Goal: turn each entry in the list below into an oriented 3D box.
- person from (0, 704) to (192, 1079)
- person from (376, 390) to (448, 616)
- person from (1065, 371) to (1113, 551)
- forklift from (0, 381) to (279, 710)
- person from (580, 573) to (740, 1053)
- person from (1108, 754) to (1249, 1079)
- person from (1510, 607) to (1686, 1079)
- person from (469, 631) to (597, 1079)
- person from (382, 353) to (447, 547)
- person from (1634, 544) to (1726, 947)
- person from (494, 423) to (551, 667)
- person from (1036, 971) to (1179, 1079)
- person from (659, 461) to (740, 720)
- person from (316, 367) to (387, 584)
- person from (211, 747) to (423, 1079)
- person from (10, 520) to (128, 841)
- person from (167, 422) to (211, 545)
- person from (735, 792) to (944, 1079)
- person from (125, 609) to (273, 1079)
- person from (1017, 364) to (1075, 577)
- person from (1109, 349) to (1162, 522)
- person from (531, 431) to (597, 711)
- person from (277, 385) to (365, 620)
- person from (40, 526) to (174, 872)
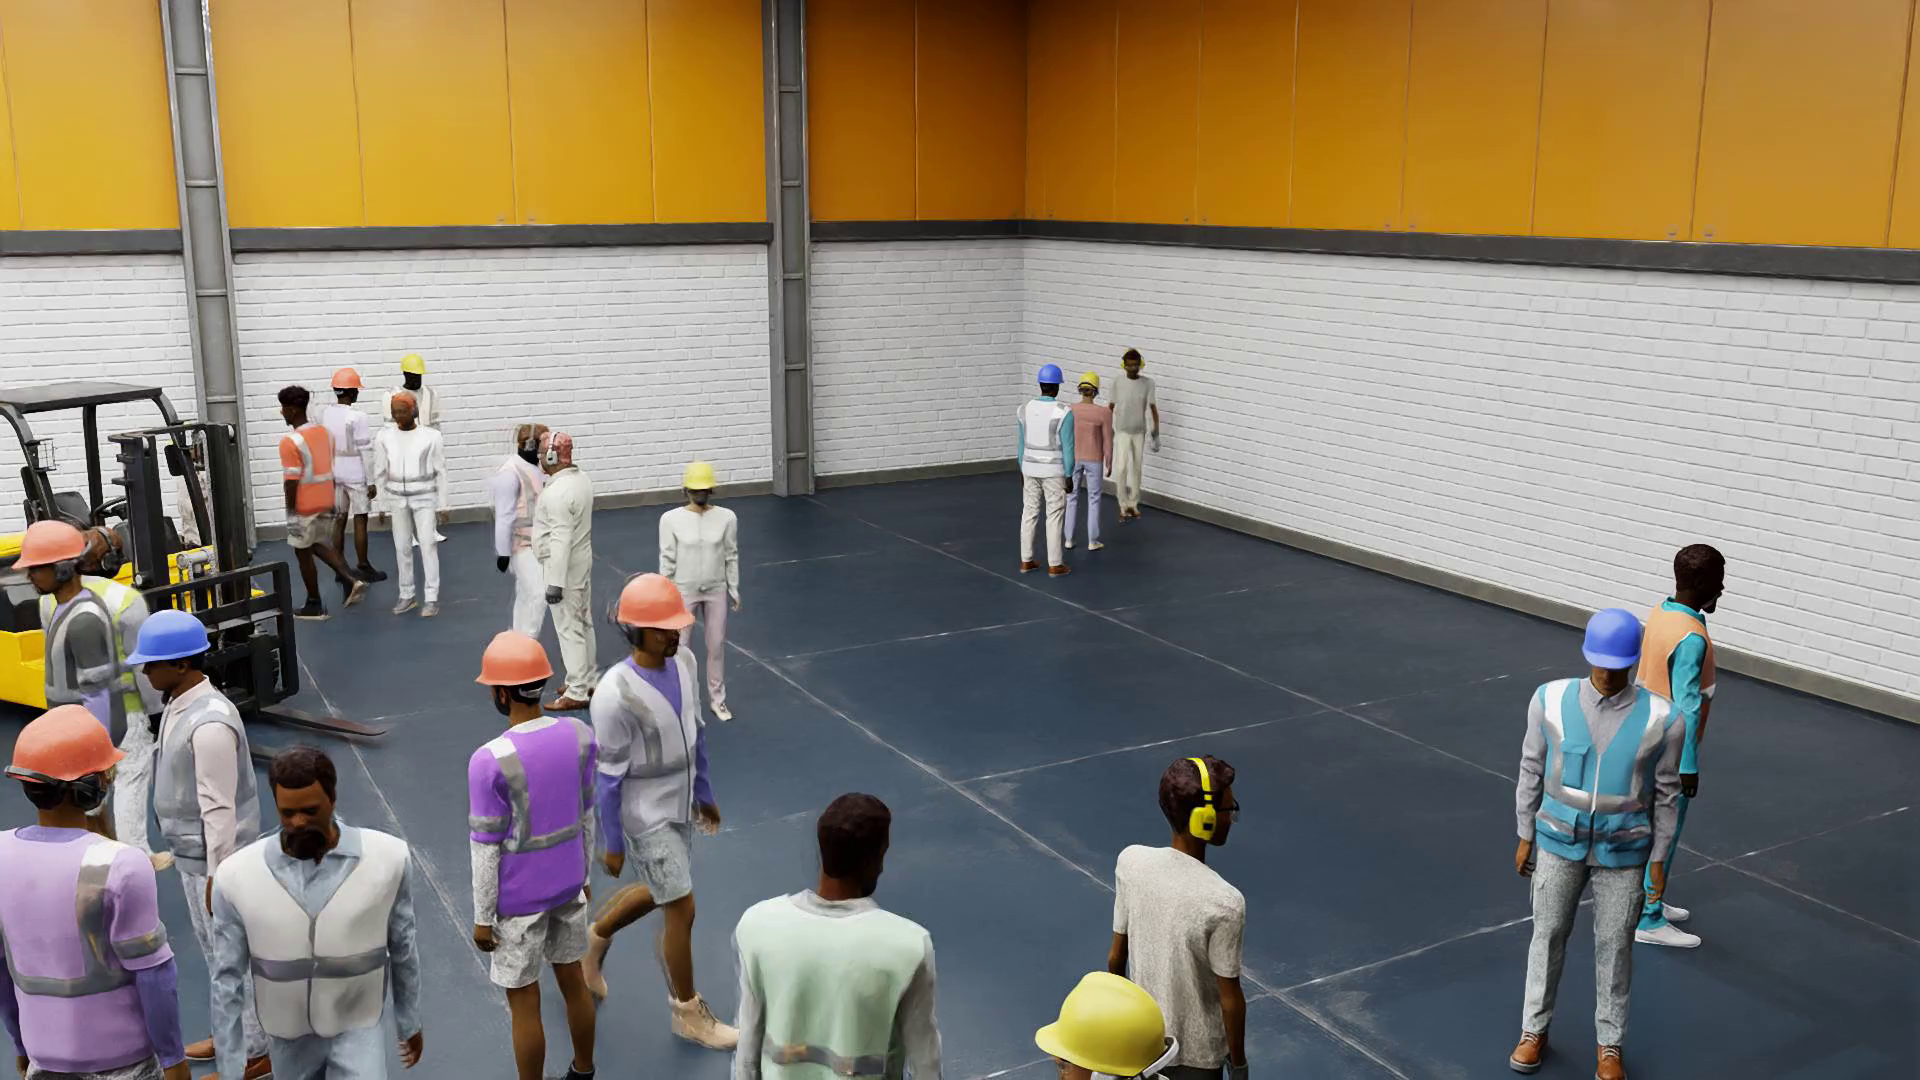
[{"bbox_3d":[-2.597,1.485,4.997,0.608,2.044,0.372,2,12,11],"label":"person"},{"bbox_3d":[-4.533,-0.302,13.763,0.585,1.884,0.349,1,12,4],"label":"person"},{"bbox_3d":[1.234,-0.769,16.243,0.532,1.758,0.344,4,13,17],"label":"person"},{"bbox_3d":[-5.853,0.085,11.199,2.313,2.155,1.214,7,14,28],"label":"forklift"},{"bbox_3d":[-1.325,1.098,6.895,0.914,2.015,0.623,5,13,21],"label":"person"},{"bbox_3d":[0.676,1.557,5.080,0.312,1.864,0.535,-11,16,-41],"label":"person"},{"bbox_3d":[2.499,1.199,6.571,0.602,1.943,0.393,5,13,24],"label":"person"},{"bbox_3d":[-1.602,1.284,6.211,0.389,1.930,0.544,8,15,35],"label":"person"},{"bbox_3d":[-5.385,-0.890,16.440,0.409,1.915,0.590,11,16,42],"label":"person"},{"bbox_3d":[3.332,0.952,7.814,0.397,1.911,0.588,2,12,11],"label":"person"},{"bbox_3d":[-3.124,0.049,12.249,0.555,1.821,0.650,3,12,13],"label":"person"},{"bbox_3d":[0.330,1.846,3.799,0.403,1.834,0.589,3,12,12],"label":"person"},{"bbox_3d":[-1.714,0.347,10.983,0.532,1.767,0.326,-4,13,-20],"label":"person"},{"bbox_3d":[-5.451,-0.575,14.901,0.551,1.935,0.375,5,13,21],"label":"person"},{"bbox_3d":[-1.993,1.538,5.200,0.601,1.878,0.933,-3,13,-16],"label":"person"},{"bbox_3d":[-4.093,0.903,7.741,0.398,2.036,0.627,-7,14,-29],"label":"person"},{"bbox_3d":[-5.906,-0.053,12.917,0.492,1.740,0.319,9,15,36],"label":"person"},{"bbox_3d":[-0.359,1.641,4.689,0.612,1.879,0.925,4,13,17],"label":"person"},{"bbox_3d":[-2.964,1.212,6.534,0.416,1.940,0.615,-9,15,-36],"label":"person"},{"bbox_3d":[0.794,-0.634,15.190,0.604,1.938,0.425,9,15,36],"label":"person"},{"bbox_3d":[1.845,-1.107,17.618,0.556,1.836,0.661,-1,12,-6],"label":"person"},{"bbox_3d":[-2.702,0.206,11.313,0.403,1.906,0.652,0,12,2],"label":"person"},{"bbox_3d":[-5.249,-0.296,13.552,0.515,1.948,0.623,3,12,15],"label":"person"},{"bbox_3d":[-4.359,0.830,8.566,0.630,1.834,0.429,4,13,19],"label":"person"}]
